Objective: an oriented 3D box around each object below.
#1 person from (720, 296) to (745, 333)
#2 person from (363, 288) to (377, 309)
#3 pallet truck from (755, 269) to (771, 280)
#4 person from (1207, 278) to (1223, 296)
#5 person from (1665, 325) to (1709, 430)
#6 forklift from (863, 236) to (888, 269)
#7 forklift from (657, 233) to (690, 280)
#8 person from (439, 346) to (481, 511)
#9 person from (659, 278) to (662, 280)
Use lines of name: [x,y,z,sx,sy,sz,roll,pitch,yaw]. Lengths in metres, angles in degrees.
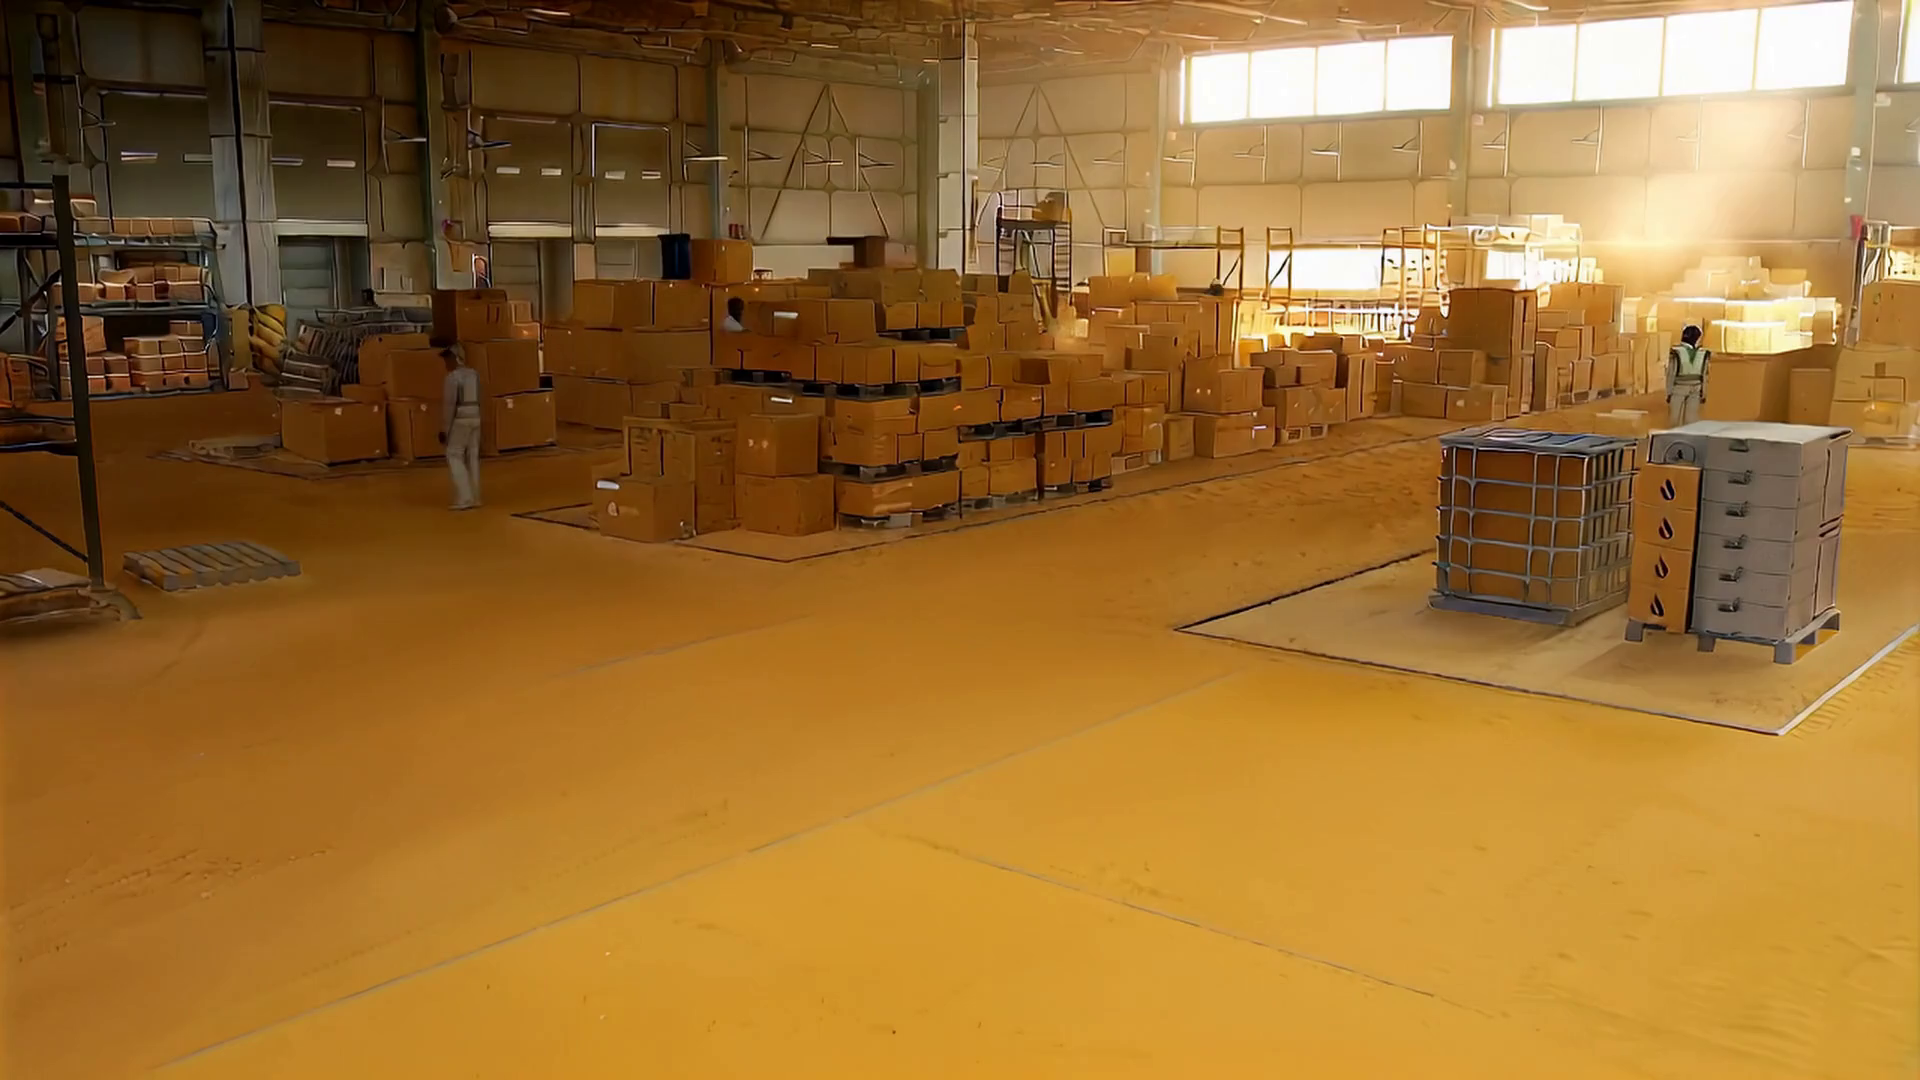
person: [-3.056,-2.280,22.096,0.605,1.924,0.645,-3,10,-14]
person: [-13.122,-4.727,36.785,0.836,1.659,0.538,-6,12,-33]
pallet truck: [-4.996,-6.432,45.525,1.885,1.965,0.823,-6,12,-32]
person: [5.476,-4.790,36.453,0.893,1.908,0.556,4,11,20]
person: [8.647,-1.739,19.825,0.511,1.640,0.308,0,10,-2]
forklift: [-2.001,-5.814,39.492,1.873,2.768,1.129,2,10,14]
forklift: [-5.606,-4.634,32.773,1.873,2.768,1.129,-6,11,-29]
person: [-4.837,-1.084,16.214,0.341,1.621,0.555,3,10,17]
person: [-6.410,-4.707,35.917,0.638,1.926,0.367,-4,11,-22]
